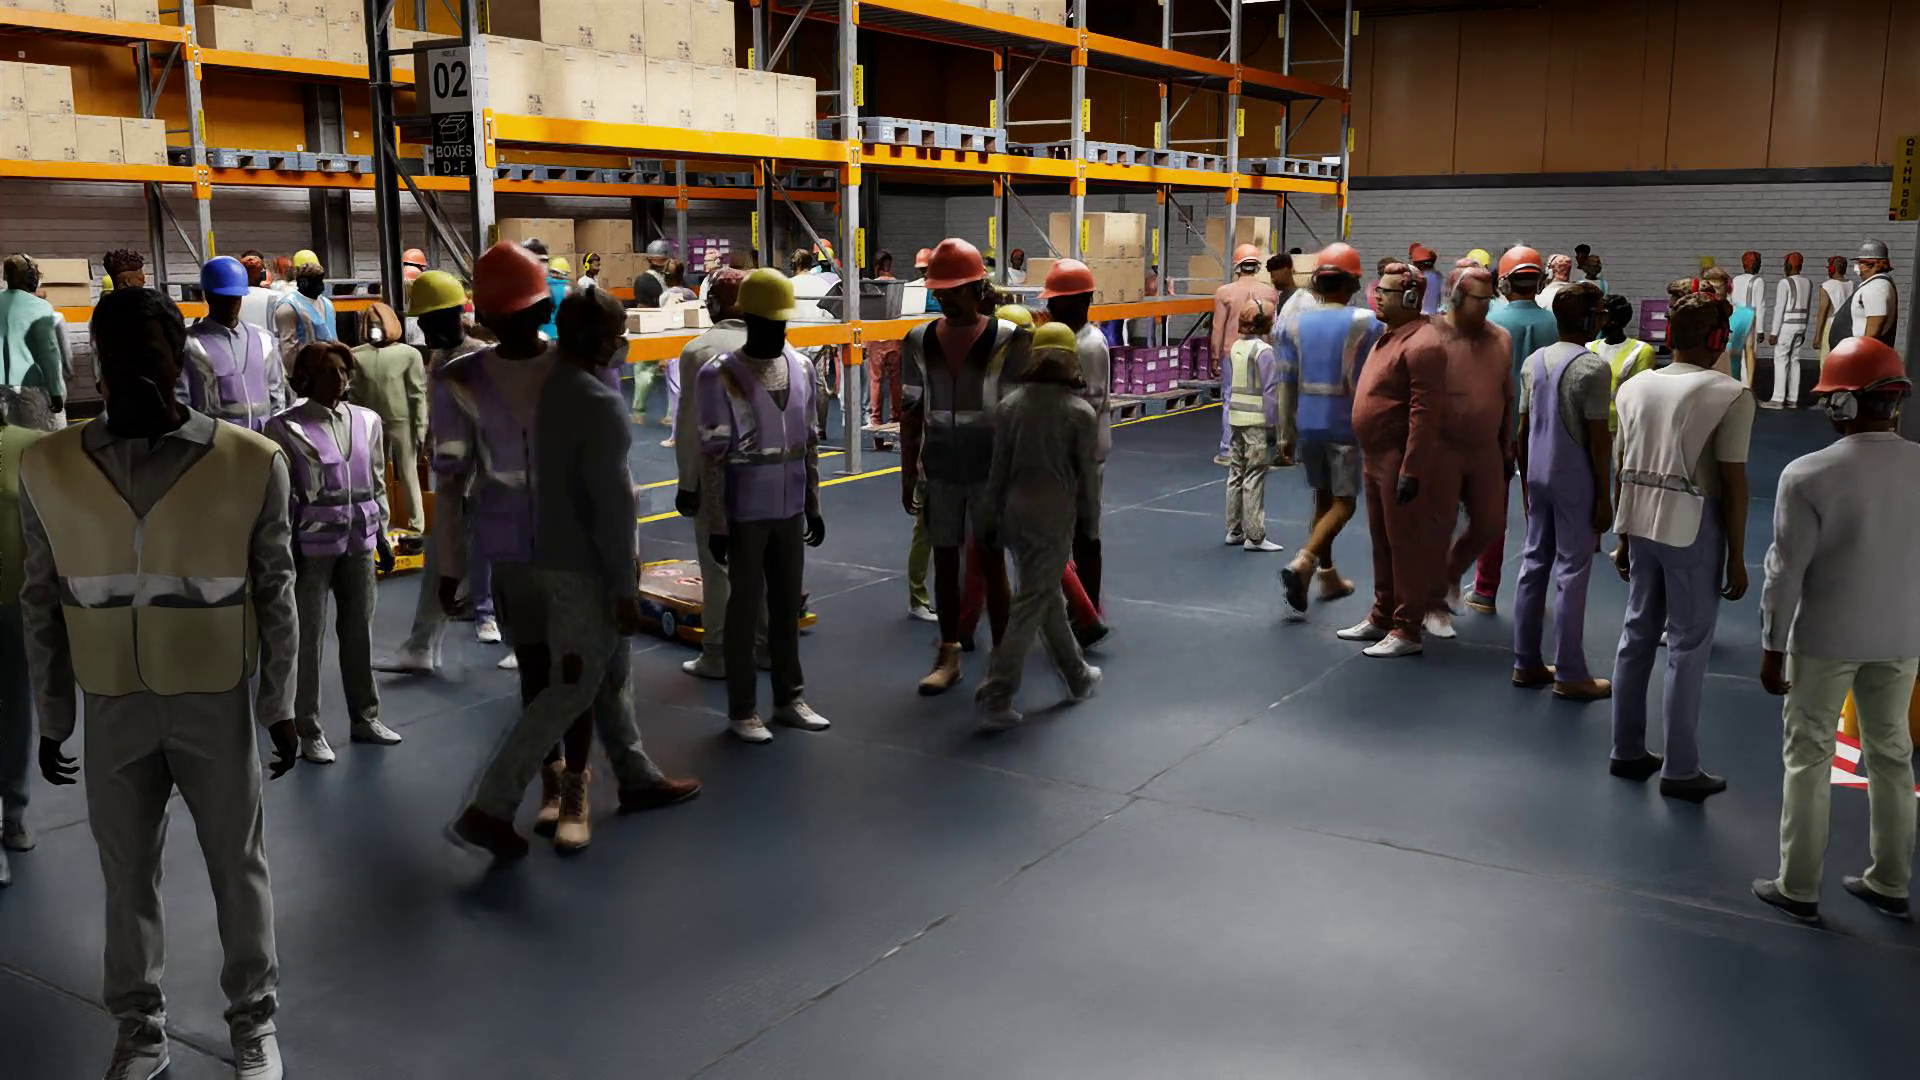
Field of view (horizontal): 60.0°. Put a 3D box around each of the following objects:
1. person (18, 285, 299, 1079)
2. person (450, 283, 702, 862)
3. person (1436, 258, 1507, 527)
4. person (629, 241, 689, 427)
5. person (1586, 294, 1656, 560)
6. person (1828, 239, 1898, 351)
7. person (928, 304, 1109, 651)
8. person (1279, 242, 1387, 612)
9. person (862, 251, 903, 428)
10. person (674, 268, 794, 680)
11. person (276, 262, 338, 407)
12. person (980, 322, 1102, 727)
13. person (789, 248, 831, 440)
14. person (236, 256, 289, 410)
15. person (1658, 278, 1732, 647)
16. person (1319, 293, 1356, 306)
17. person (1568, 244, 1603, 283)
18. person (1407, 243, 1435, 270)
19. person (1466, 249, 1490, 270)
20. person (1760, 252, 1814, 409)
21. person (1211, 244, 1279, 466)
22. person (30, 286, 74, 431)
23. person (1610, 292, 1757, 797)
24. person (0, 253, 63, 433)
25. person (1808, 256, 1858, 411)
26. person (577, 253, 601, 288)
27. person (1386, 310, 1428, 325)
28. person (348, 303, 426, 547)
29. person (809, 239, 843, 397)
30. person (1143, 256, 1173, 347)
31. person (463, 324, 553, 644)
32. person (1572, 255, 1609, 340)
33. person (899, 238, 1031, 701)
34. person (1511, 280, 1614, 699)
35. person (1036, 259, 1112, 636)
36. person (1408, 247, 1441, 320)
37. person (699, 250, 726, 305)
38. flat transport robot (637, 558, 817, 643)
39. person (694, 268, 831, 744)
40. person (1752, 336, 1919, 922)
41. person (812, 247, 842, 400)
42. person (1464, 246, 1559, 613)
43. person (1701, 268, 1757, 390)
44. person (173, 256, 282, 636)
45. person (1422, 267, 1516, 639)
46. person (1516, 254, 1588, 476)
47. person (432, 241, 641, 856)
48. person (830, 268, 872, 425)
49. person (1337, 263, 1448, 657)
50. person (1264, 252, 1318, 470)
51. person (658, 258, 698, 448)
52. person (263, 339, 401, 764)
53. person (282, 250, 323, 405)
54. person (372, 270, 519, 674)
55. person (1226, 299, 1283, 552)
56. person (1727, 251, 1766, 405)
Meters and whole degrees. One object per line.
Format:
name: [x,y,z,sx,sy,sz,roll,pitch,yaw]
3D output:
person: [-1.849,0.373,3.895,0.591,1.922,0.392,-2,11,-13]
person: [-1.304,0.100,5.527,0.965,1.896,0.646,-8,13,-38]
person: [3.476,-0.982,11.469,0.399,1.901,0.643,-7,12,-33]
person: [-3.336,-2.271,18.213,0.695,2.000,0.867,-8,13,-39]
person: [4.152,-0.722,10.618,0.319,1.686,0.538,-8,13,-38]
person: [8.203,-1.719,15.153,0.536,2.000,0.688,6,12,31]
person: [0.307,-0.286,8.106,0.876,1.729,0.525,6,12,30]
person: [1.983,-0.605,9.067,0.617,2.017,0.850,9,14,42]
person: [-0.783,-2.098,17.631,0.603,1.904,0.386,-8,13,-38]
person: [-1.045,-0.302,7.727,0.654,1.895,0.400,-10,14,-43]
person: [-5.535,-1.447,14.241,0.430,1.837,0.629,3,11,17]
person: [0.351,-0.072,7.029,0.495,1.673,0.898,9,14,41]
person: [-1.571,-1.953,16.736,0.627,1.940,0.371,-8,13,-37]
person: [-6.237,-1.577,14.808,0.573,1.883,0.357,-2,10,-12]
person: [3.665,-0.375,8.286,0.383,1.837,0.562,5,11,24]
person: [4.940,-2.752,21.702,0.565,1.745,0.350,-5,11,-24]
person: [9.139,-3.378,24.553,0.602,1.967,0.367,7,12,33]
person: [7.437,-3.854,27.188,0.613,1.975,0.434,1,10,8]
person: [5.379,-2.058,17.348,0.382,1.924,0.594,4,11,19]
person: [9.976,-2.512,20.013,0.584,1.879,0.369,-6,12,-29]
person: [2.558,-1.658,14.982,0.614,1.987,0.408,-2,10,-9]
person: [-8.570,-1.578,15.506,0.524,1.633,0.311,-3,11,-17]
person: [2.616,0.019,6.099,0.393,1.836,0.560,-5,11,-25]
person: [-6.720,-1.089,11.983,0.631,1.932,0.372,4,11,21]
person: [10.378,-2.436,19.716,0.566,1.837,0.394,-4,11,-22]
person: [-4.757,-2.780,21.562,0.347,1.856,0.529,2,10,11]
person: [4.326,-1.734,16.316,0.531,1.651,0.897,1,10,6]
person: [-3.679,-0.709,10.714,0.508,1.628,0.286,1,10,5]
person: [-1.741,-2.841,21.398,0.606,2.036,0.406,-6,12,-28]
person: [3.228,-3.758,27.215,0.523,1.769,0.320,6,12,30]
person: [-2.289,-0.451,8.441,0.584,1.928,0.374,-9,13,-40]
person: [7.909,-2.669,20.985,0.509,1.837,0.330,0,10,1]
person: [0.007,-0.299,7.337,0.612,2.029,0.407,4,11,20]
person: [2.690,-0.219,7.385,0.344,1.847,0.505,-5,11,-25]
person: [0.572,-0.456,8.478,0.389,1.929,0.545,-1,10,-6]
person: [6.035,-2.871,21.843,0.581,1.925,0.391,-9,14,-42]
person: [-2.950,-2.532,20.034,0.409,1.907,0.651,-8,13,-39]
flat transport robot: [-1.451,0.299,8.877,0.652,0.197,1.431,-9,14,-41]
person: [-0.784,-0.133,6.732,0.400,1.913,0.592,10,14,42]
person: [2.646,0.269,4.968,0.574,1.742,0.353,-1,10,-5]
person: [-1.678,-2.736,21.102,0.584,1.928,0.373,-2,11,-13]
person: [3.016,-0.587,9.032,0.608,1.987,0.388,0,10,1]
person: [5.930,-1.233,13.102,0.581,1.818,0.677,4,11,20]
person: [-3.617,-0.428,8.269,0.406,1.942,0.614,7,12,33]
person: [2.546,-0.445,8.512,0.673,1.889,0.460,-3,11,-15]
person: [5.048,-1.470,14.171,0.644,1.902,0.399,-3,11,-16]
person: [-1.410,0.039,5.483,0.643,2.014,0.712,0,10,-3]
person: [-1.137,-2.180,18.092,0.602,1.906,0.411,-4,11,-23]
person: [2.114,-0.389,8.146,0.408,1.913,0.642,-1,10,-5]
person: [2.954,-1.600,14.862,0.705,1.916,0.666,-4,11,-19]
person: [-2.744,-1.810,16.203,0.325,1.843,0.517,6,12,29]
person: [-2.464,0.036,6.536,0.307,1.644,0.514,7,12,34]
person: [-6.677,-2.003,17.062,0.396,1.921,0.585,2,10,10]
person: [-2.323,-0.286,7.658,0.938,1.870,0.622,-10,14,-44]
person: [1.913,-0.745,10.870,0.308,1.641,0.514,-4,11,-19]
person: [9.669,-2.597,20.462,0.355,1.883,0.573,-4,11,-19]
